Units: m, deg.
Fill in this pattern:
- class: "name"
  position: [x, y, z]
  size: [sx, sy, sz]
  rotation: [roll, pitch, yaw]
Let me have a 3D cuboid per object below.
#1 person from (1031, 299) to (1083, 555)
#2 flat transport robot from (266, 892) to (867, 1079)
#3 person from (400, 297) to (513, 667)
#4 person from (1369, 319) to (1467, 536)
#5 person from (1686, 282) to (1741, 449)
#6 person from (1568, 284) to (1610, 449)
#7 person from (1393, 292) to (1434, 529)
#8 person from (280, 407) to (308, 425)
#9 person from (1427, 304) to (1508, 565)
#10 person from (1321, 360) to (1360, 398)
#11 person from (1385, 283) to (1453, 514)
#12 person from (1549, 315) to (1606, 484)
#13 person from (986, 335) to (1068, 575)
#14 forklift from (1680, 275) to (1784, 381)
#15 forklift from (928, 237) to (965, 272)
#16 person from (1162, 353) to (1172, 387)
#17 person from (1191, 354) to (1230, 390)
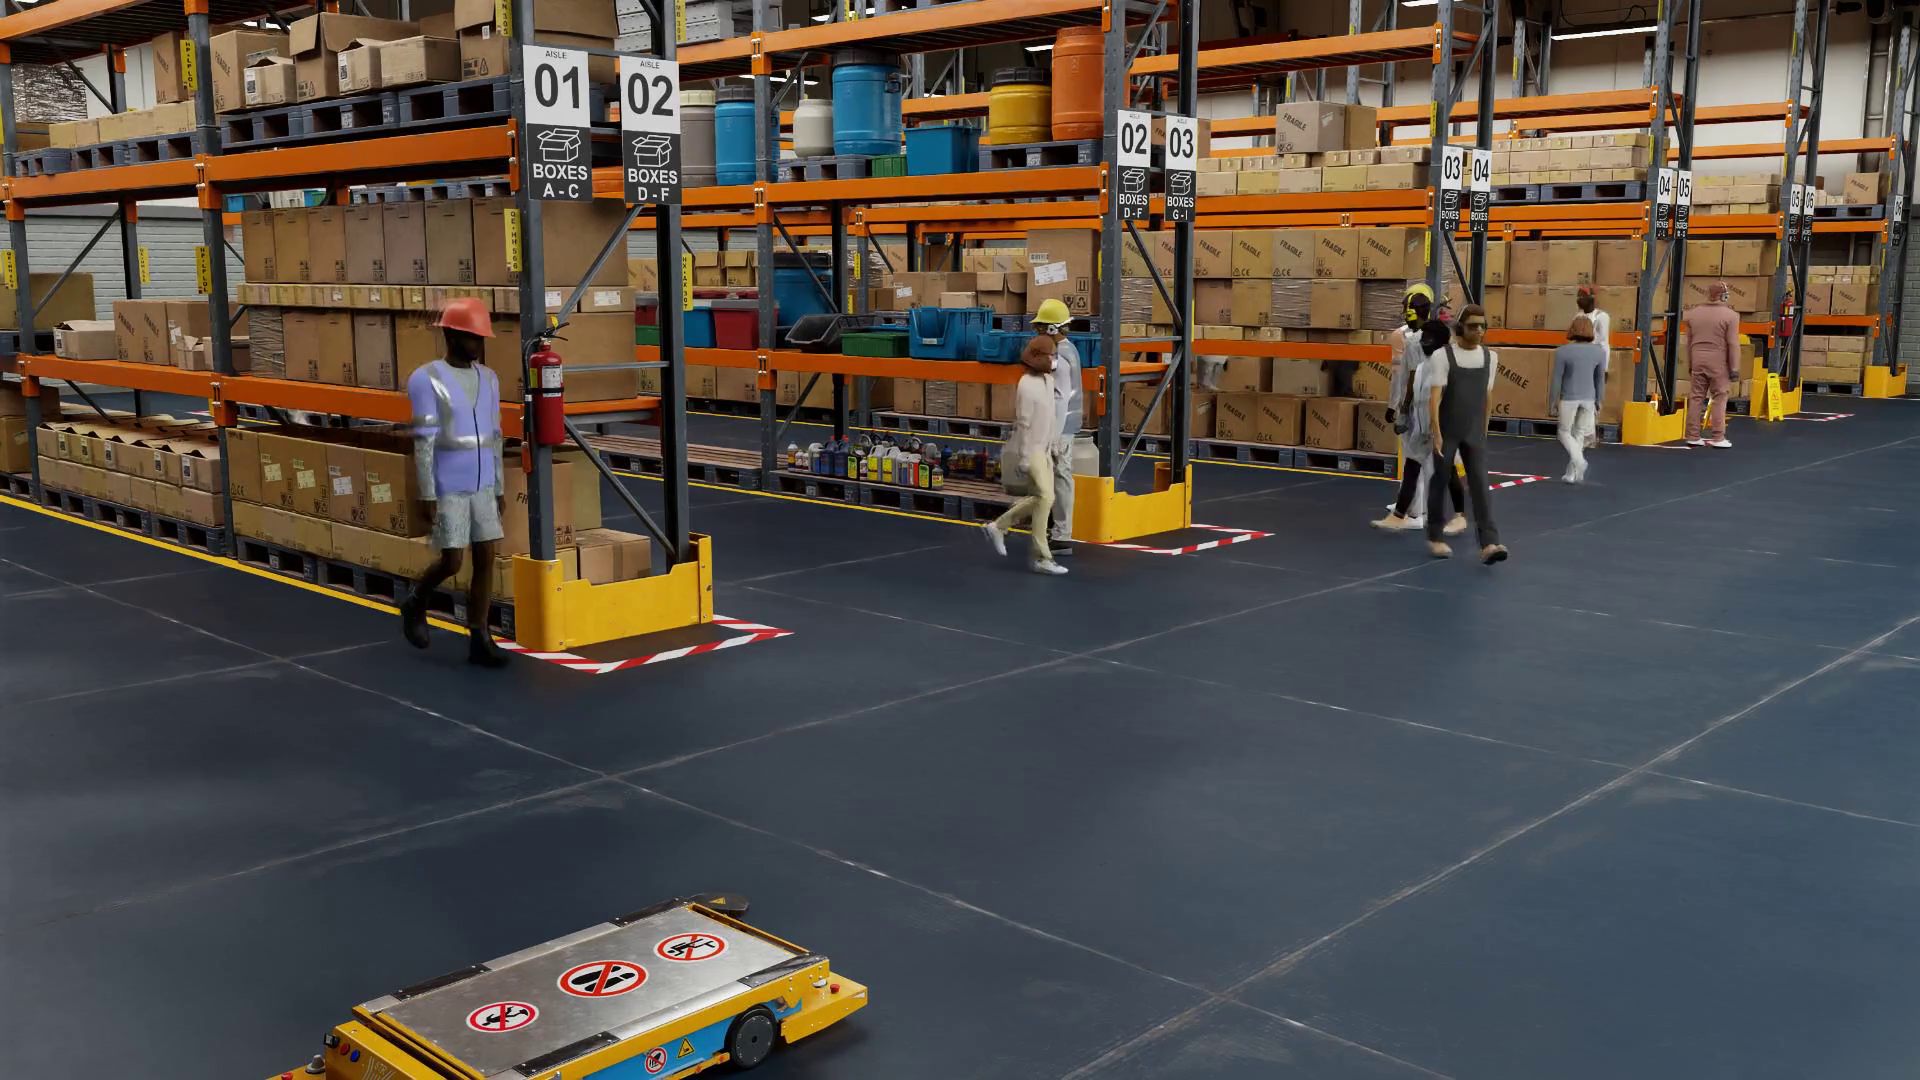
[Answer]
- class: "person"
  position: [0.685, -0.817, 12.025]
  size: [0.404, 1.833, 0.591]
  rotation: [1, 9, 8]
- class: "flat transport robot"
  position: [-0.980, 1.246, 4.283]
  size: [0.652, 0.197, 1.431]
  rotation: [9, 13, 43]
- class: "person"
  position: [-2.637, -0.302, 8.650]
  size: [0.617, 1.911, 0.553]
  rotation: [6, 11, 34]
- class: "person"
  position: [3.583, -0.848, 12.739]
  size: [0.770, 1.657, 0.544]
  rotation: [-3, 10, -20]
- class: "person"
  position: [8.679, -2.013, 19.152]
  size: [0.404, 1.905, 0.654]
  rotation: [-6, 11, -33]
- class: "person"
  position: [7.095, -1.966, 18.938]
  size: [0.530, 1.867, 0.601]
  rotation: [-2, 9, -9]
- class: "person"
  position: [3.616, -1.025, 13.213]
  size: [0.327, 1.865, 0.521]
  rotation: [8, 12, 40]
- class: "person"
  position: [-6.714, -1.632, 16.844]
  size: [0.998, 1.904, 0.623]
  rotation: [7, 11, 35]
- class: "person"
  position: [3.513, -0.730, 11.585]
  size: [0.521, 1.795, 0.938]
  rotation: [-1, 9, -6]
- class: "person"
  position: [4.909, -2.340, 21.256]
  size: [0.660, 1.921, 0.610]
  rotation: [8, 12, 39]
- class: "person"
  position: [3.850, -1.188, 14.009]
  size: [0.584, 1.928, 0.372]
  rotation: [-3, 10, -20]
- class: "person"
  position: [5.871, -1.319, 15.774]
  size: [0.509, 1.610, 0.629]
  rotation: [0, 9, -3]
- class: "person"
  position: [0.469, -0.595, 11.315]
  size: [0.588, 1.612, 0.510]
  rotation: [4, 10, 23]
- class: "forklift"
  position: [12.480, -3.427, 27.053]
  size: [1.214, 2.155, 2.313]
  rotation: [9, 13, 43]
- class: "forklift"
  position: [-0.326, -5.817, 39.609]
  size: [1.129, 2.768, 1.873]
  rotation: [9, 13, 43]
- class: "person"
  position: [2.801, -2.571, 22.619]
  size: [0.355, 1.887, 0.574]
  rotation: [7, 12, 37]
- class: "person"
  position: [3.060, -2.253, 20.541]
  size: [0.626, 1.927, 0.459]
  rotation: [-8, 12, -39]
